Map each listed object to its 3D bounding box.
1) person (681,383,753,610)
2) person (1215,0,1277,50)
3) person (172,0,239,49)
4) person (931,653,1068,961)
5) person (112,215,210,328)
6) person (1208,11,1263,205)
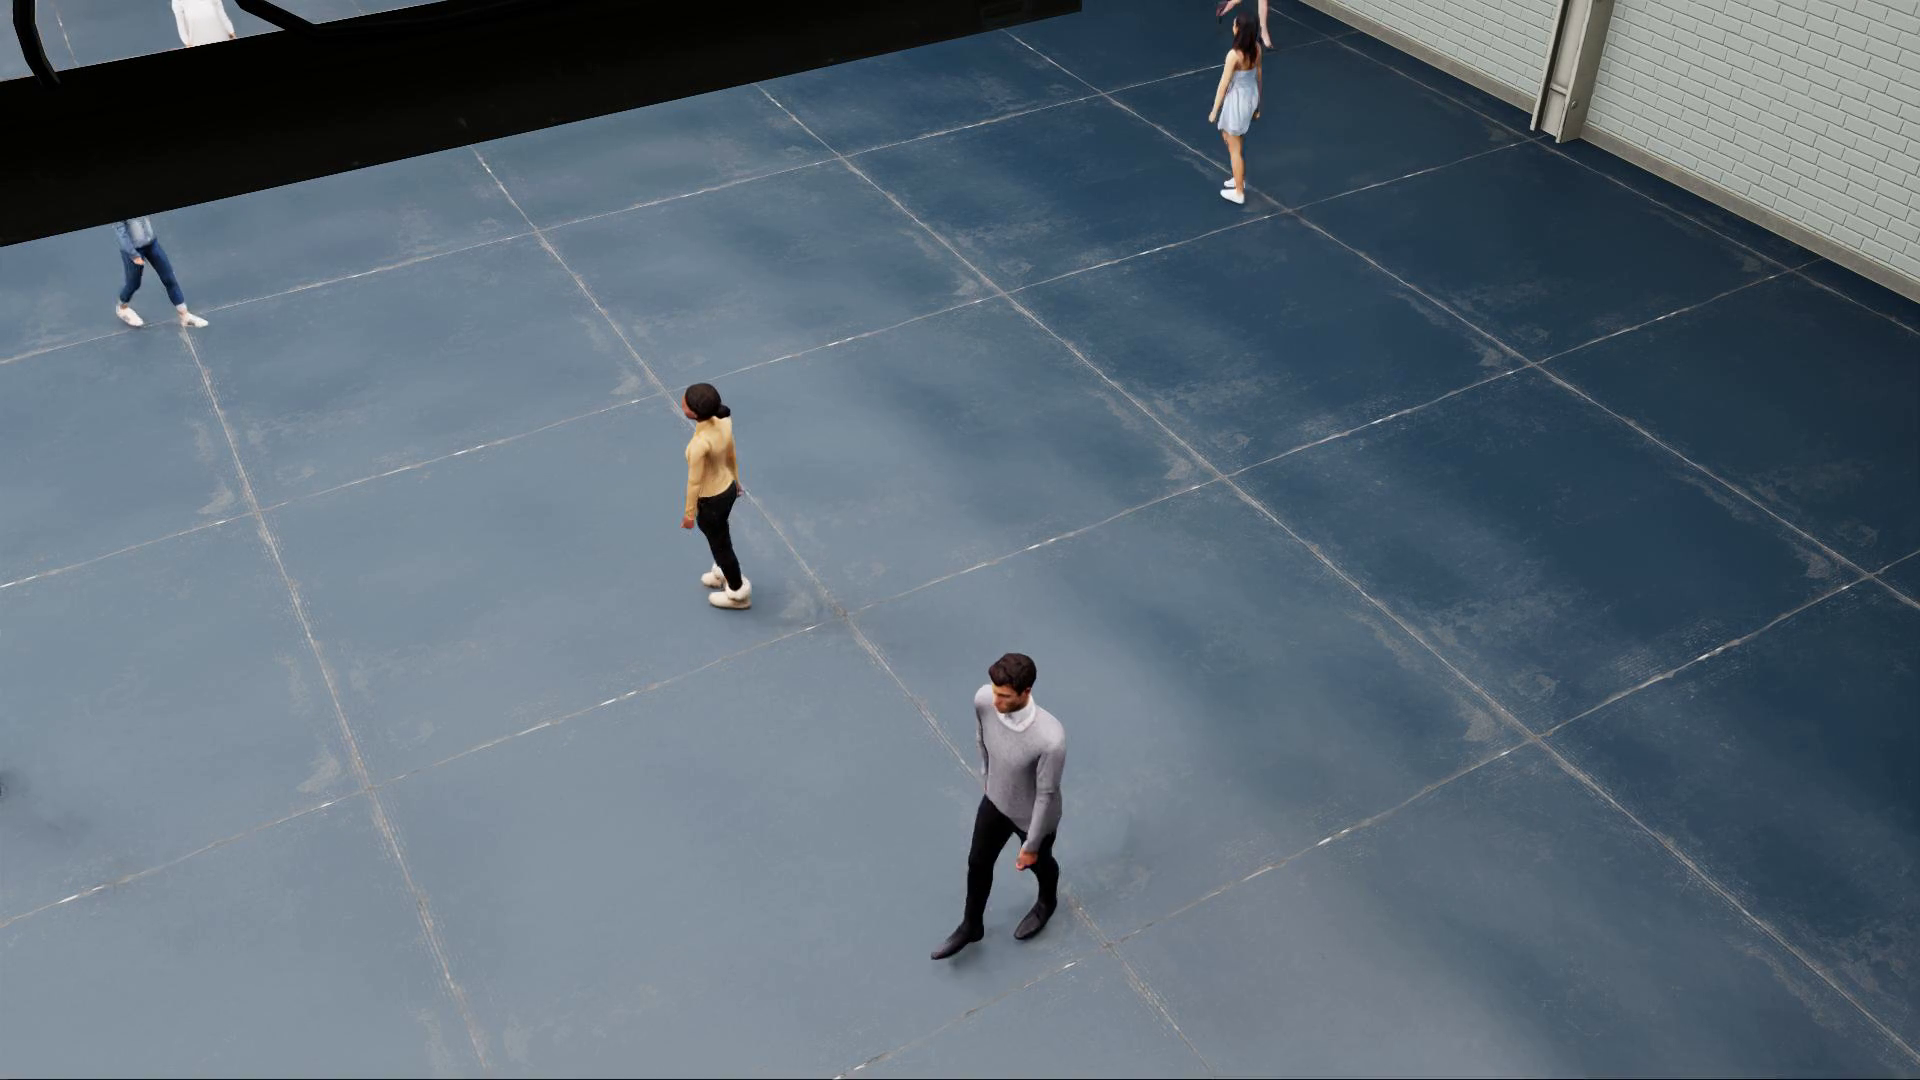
[{"bbox_3d":[-1.416,-0.243,10.159,0.816,1.646,0.761,12,40,15],"label":"person"},{"bbox_3d":[3.115,-6.104,17.542,1.114,1.780,0.880,25,44,28],"label":"person"},{"bbox_3d":[-7.123,-4.657,15.803,0.715,1.643,1.012,-18,42,-22],"label":"person"},{"bbox_3d":[0.370,1.230,8.074,1.027,1.894,0.979,28,46,31],"label":"person"},{"bbox_3d":[-6.455,-2.287,12.926,1.039,1.455,0.951,11,39,14],"label":"person"},{"bbox_3d":[2.521,-3.746,14.579,0.681,1.716,0.662,29,46,31],"label":"person"}]
